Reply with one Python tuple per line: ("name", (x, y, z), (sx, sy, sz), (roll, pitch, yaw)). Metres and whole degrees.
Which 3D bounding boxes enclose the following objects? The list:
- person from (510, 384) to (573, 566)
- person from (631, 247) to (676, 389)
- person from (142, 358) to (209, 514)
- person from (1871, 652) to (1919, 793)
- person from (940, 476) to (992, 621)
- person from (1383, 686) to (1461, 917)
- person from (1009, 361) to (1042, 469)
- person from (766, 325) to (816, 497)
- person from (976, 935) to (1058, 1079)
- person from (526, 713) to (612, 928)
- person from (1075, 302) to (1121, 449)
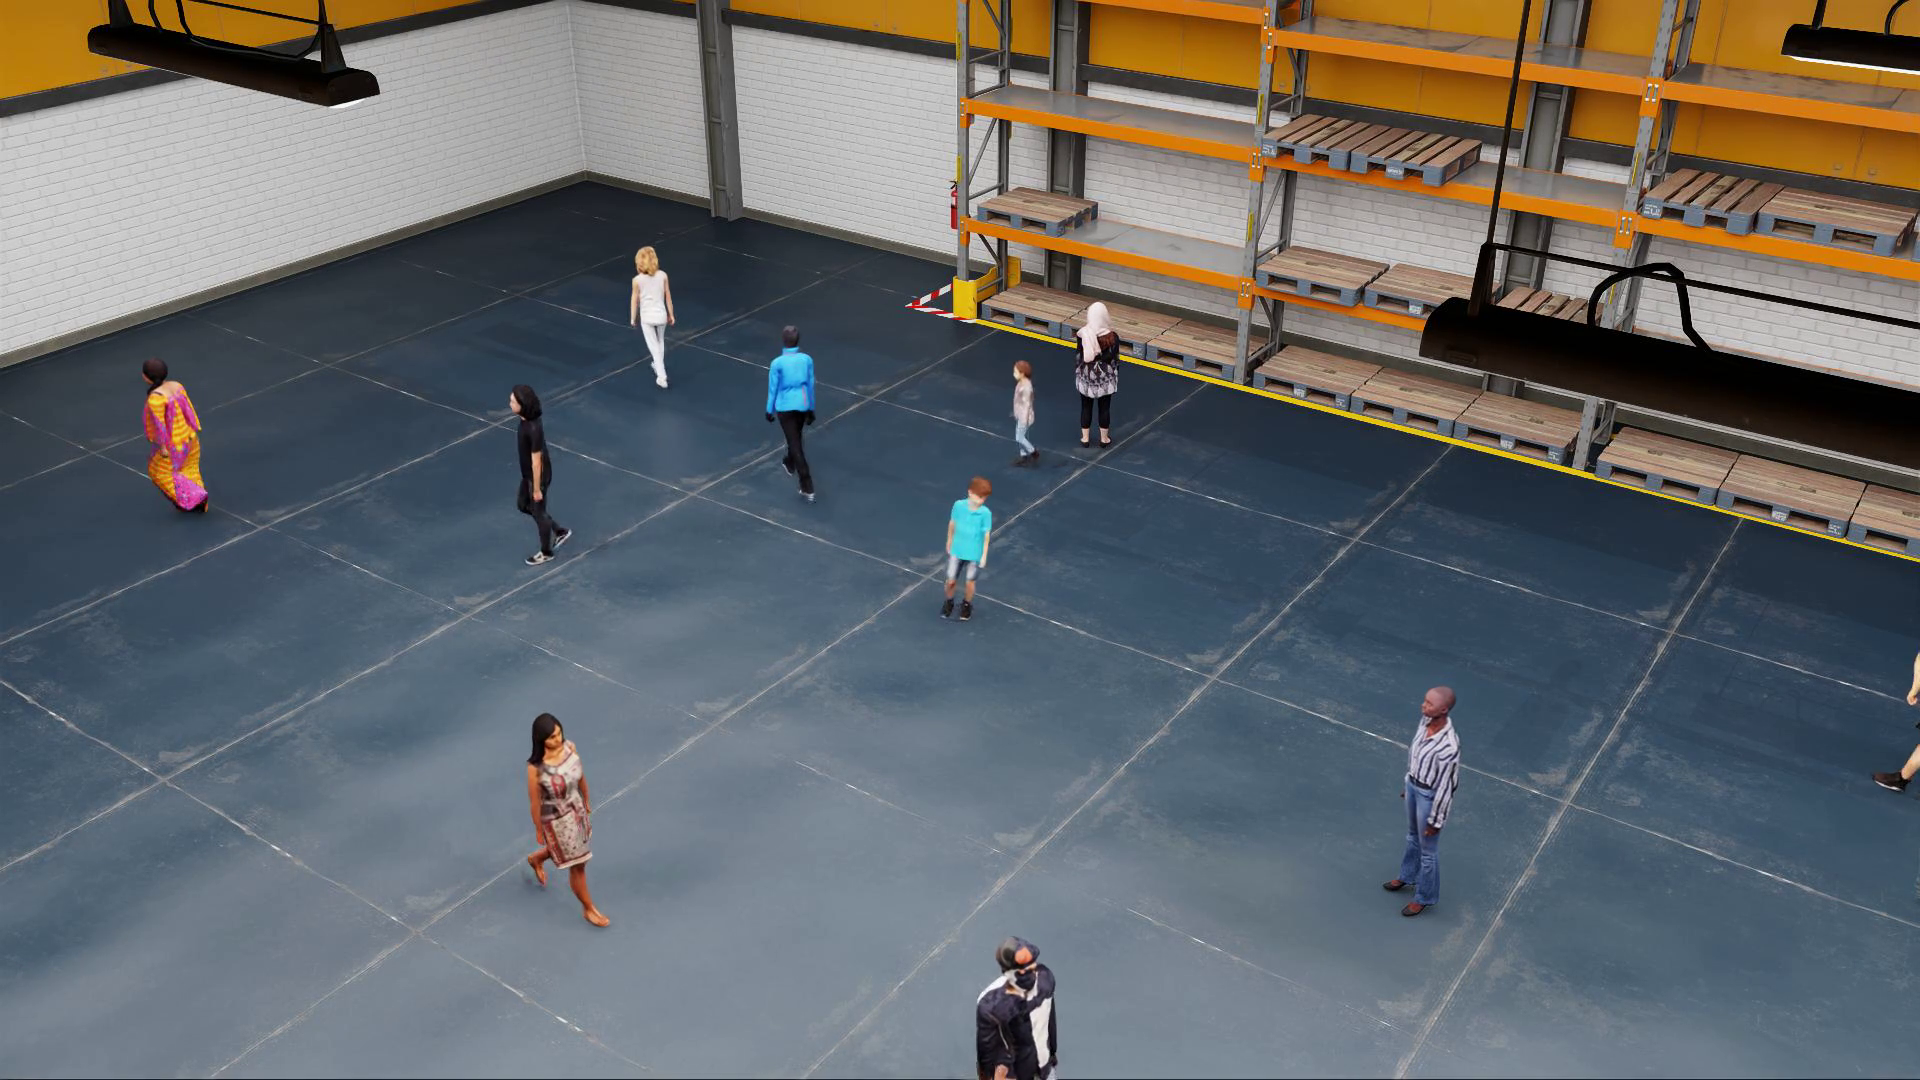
("person", (-3.889, -0.635, 15.548), (0.868, 1.828, 0.801), (-11, 31, -19))
("person", (-3.521, -2.545, 19.239), (0.842, 1.647, 0.983), (-15, 32, -26))
("person", (-7.729, -1.008, 16.408), (0.875, 1.658, 0.812), (3, 29, 6))
("person", (7.444, 1.157, 12.446), (1.080, 1.653, 1.046), (-12, 31, -20))
("person", (0.052, 0.060, 14.699), (0.562, 1.420, 0.724), (15, 32, 25))
("person", (3.151, 1.746, 11.219), (0.767, 1.794, 0.705), (-5, 29, -9))
("person", (0.723, -1.312, 17.467), (0.675, 1.179, 0.615), (-4, 29, -7))
("person", (-1.650, -1.265, 16.781), (0.972, 1.754, 1.248), (-15, 32, -26))
("person", (0.271, 2.854, 9.095), (0.845, 1.883, 1.004), (-21, 35, -34))
("person", (-2.736, 1.837, 11.231), (1.022, 1.622, 0.649), (17, 33, 29))
("person", (1.462, -1.767, 17.823), (0.710, 1.636, 0.802), (3, 29, 6))
